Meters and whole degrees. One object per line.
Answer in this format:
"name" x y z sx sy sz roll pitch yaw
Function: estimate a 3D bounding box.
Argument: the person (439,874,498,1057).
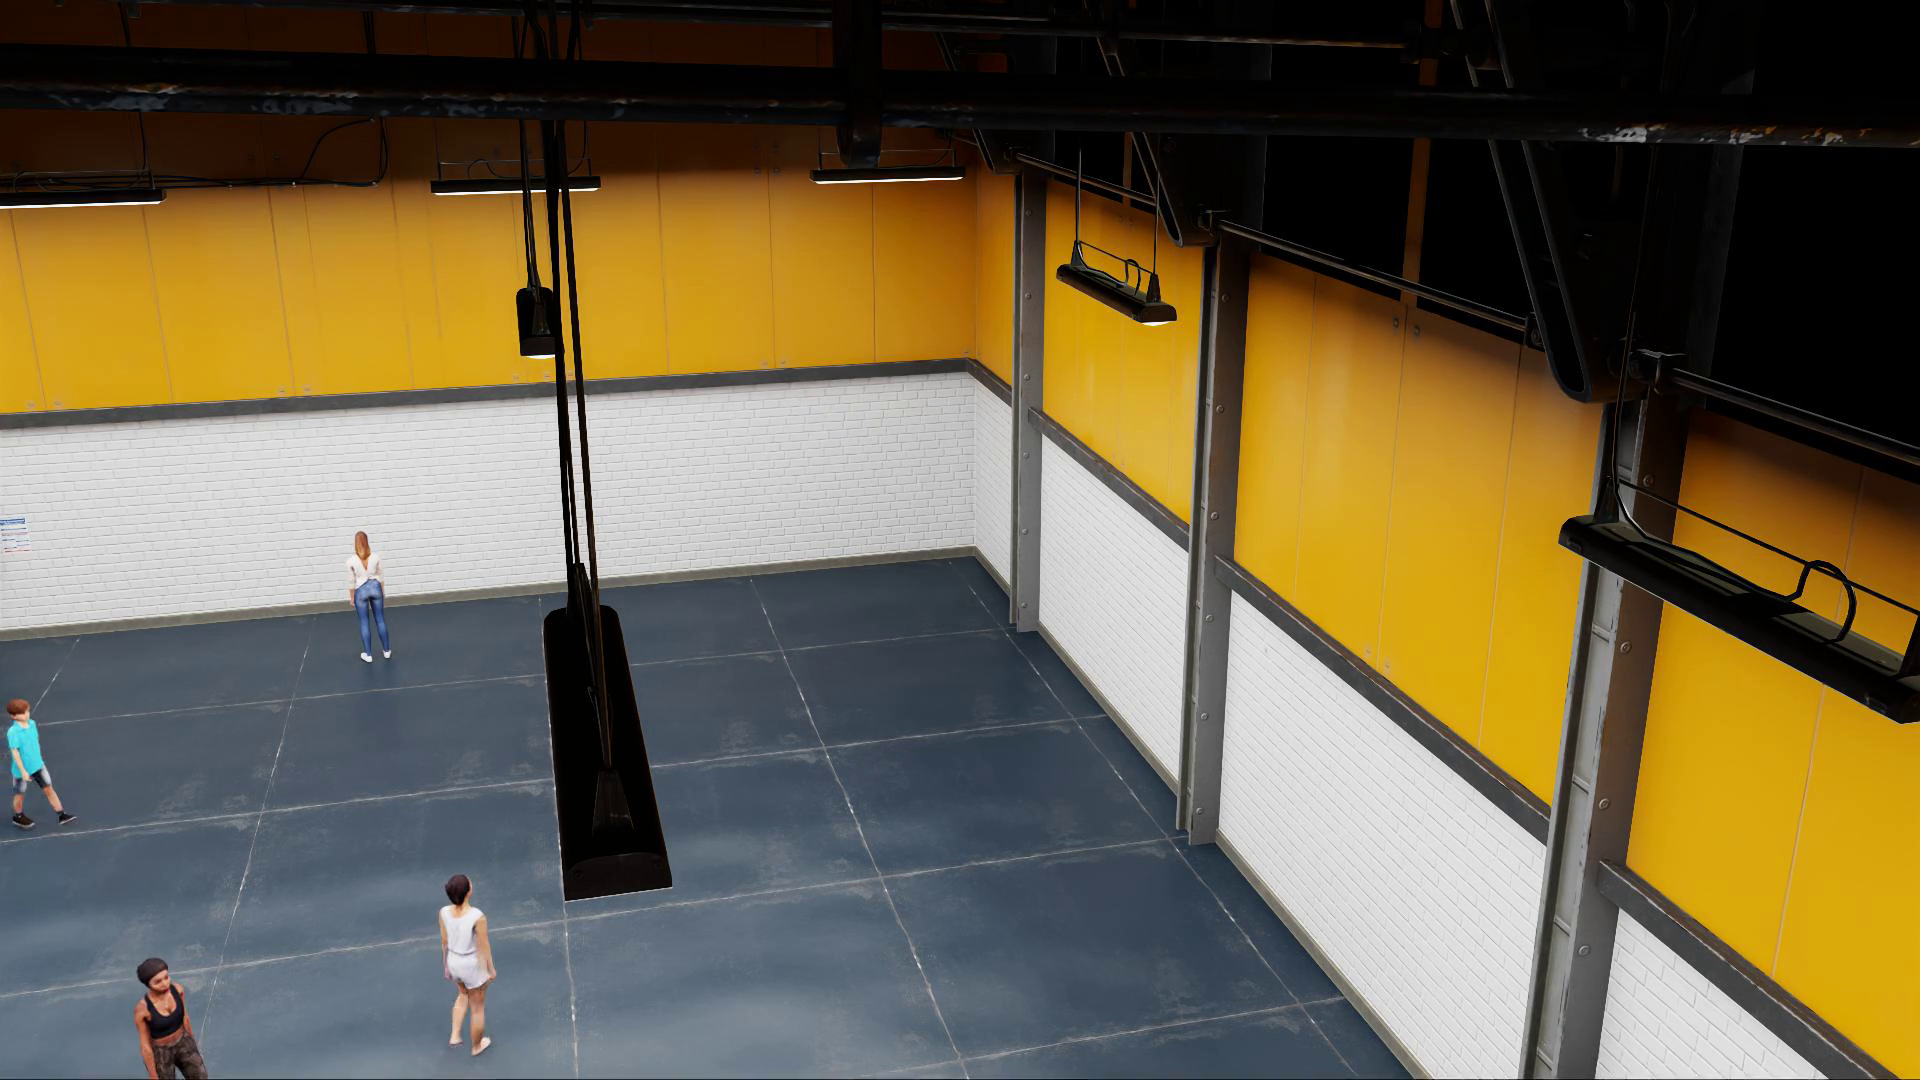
"person" -3.966 3.434 13.258 0.678 1.600 0.729 7 20 19

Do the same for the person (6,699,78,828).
"person" -9.563 2.290 16.949 0.930 1.412 0.949 7 20 19

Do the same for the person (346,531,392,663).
"person" -7.531 0.706 21.172 0.667 1.719 0.626 -11 22 -30

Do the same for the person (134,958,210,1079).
"person" -5.829 3.763 12.147 0.838 1.687 0.778 10 21 28
